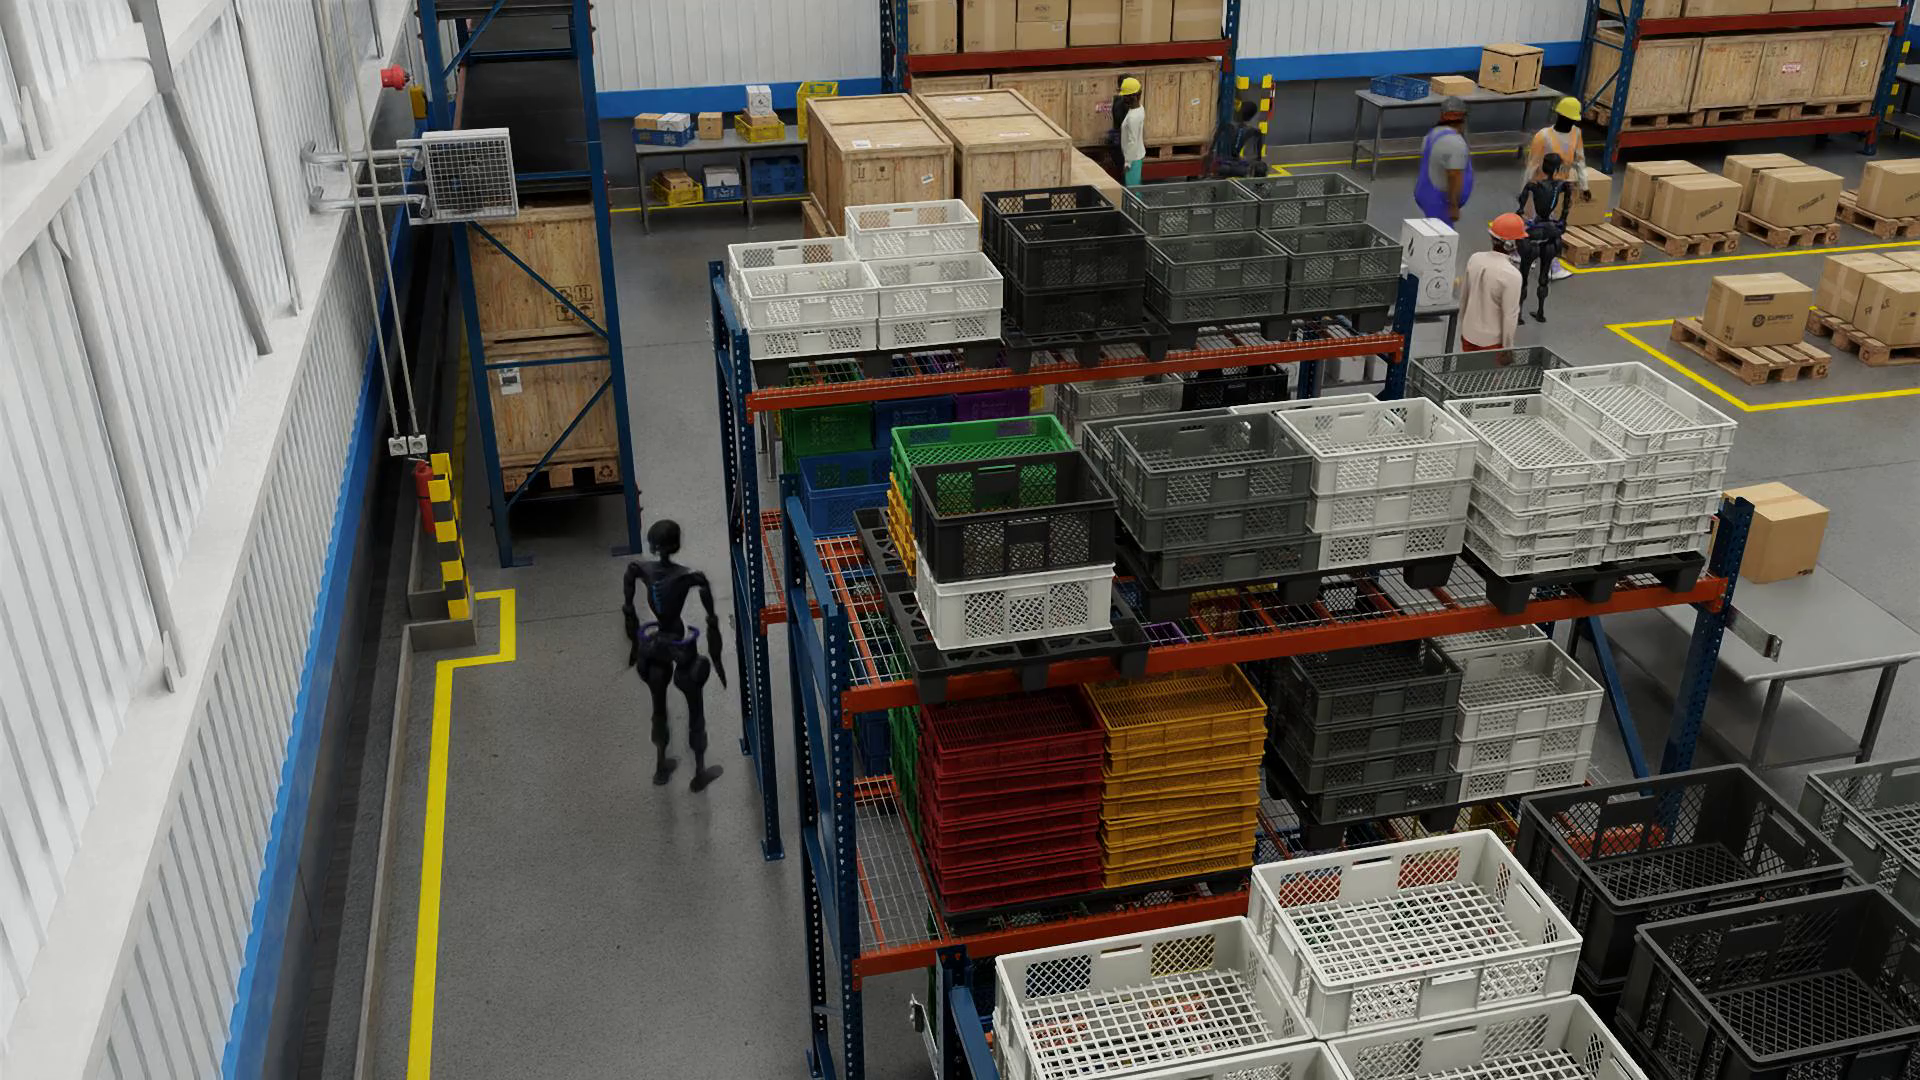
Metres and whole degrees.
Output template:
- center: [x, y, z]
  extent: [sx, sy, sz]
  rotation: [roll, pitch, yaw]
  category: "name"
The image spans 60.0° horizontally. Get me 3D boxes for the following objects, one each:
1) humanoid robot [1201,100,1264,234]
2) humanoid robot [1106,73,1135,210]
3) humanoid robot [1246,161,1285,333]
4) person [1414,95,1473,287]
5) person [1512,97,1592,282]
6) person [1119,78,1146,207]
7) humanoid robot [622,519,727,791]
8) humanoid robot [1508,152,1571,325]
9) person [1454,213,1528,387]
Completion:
- center: [2.924, -3.949, 18.049]
  extent: [0.655, 1.632, 0.371]
  rotation: [4, 28, 7]
  category: "humanoid robot"
- center: [1.846, -4.525, 19.116]
  extent: [0.444, 1.645, 0.595]
  rotation: [-8, 29, -14]
  category: "humanoid robot"
- center: [2.792, -2.787, 15.819]
  extent: [0.579, 1.651, 0.307]
  rotation: [5, 28, 10]
  category: "humanoid robot"
- center: [4.899, -3.472, 16.735]
  extent: [0.627, 2.000, 0.738]
  rotation: [0, 28, -1]
  category: "person"
- center: [6.201, -3.639, 17.239]
  extent: [0.590, 1.867, 1.003]
  rotation: [-15, 31, -26]
  category: "person"
- center: [1.896, -4.254, 18.519]
  extent: [0.325, 1.760, 0.524]
  rotation: [6, 28, 11]
  category: "person"
- center: [-1.617, 0.655, 9.305]
  extent: [0.620, 1.666, 0.344]
  rotation: [8, 29, 14]
  category: "humanoid robot"
- center: [5.584, -2.918, 16.071]
  extent: [0.557, 1.652, 0.325]
  rotation: [-6, 28, -12]
  category: "humanoid robot"
- center: [4.229, -1.640, 13.308]
  extent: [0.393, 1.993, 0.610]
  rotation: [-11, 30, -20]
  category: "person"
